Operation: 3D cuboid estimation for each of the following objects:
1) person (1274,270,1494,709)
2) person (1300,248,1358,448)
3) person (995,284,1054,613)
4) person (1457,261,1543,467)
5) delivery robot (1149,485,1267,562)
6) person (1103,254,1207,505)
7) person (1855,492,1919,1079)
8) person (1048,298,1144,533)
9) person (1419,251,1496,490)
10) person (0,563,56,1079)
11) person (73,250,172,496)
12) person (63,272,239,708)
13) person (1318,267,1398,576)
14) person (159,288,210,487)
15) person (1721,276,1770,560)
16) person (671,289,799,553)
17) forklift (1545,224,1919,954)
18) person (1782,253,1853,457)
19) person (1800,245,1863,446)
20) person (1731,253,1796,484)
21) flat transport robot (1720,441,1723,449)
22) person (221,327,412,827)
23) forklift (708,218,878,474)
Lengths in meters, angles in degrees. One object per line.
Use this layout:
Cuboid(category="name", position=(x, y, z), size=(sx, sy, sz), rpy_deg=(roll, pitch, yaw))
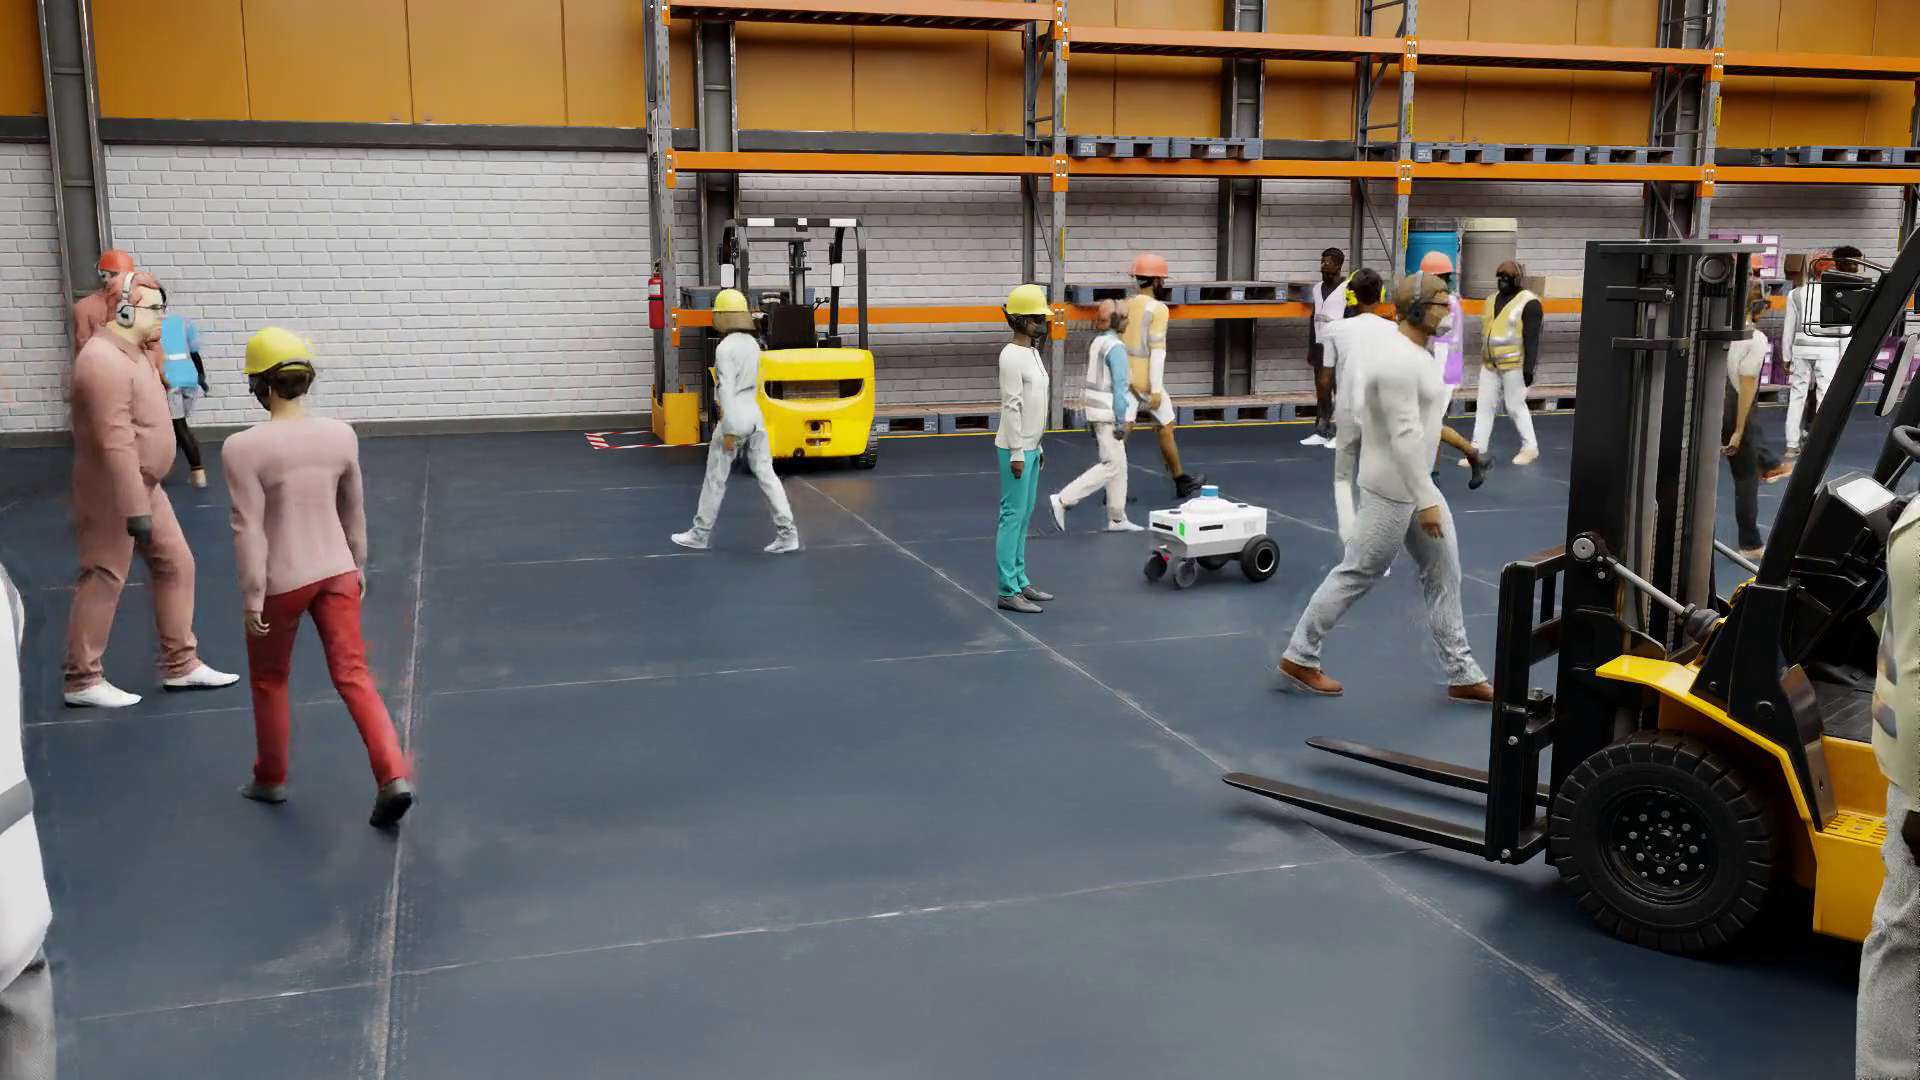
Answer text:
Cuboid(category="person", position=(1.878, -0.209, 7.178), size=(1.038, 1.894, 0.631), rpy_deg=(6, 12, 28))
Cuboid(category="person", position=(3.592, -1.850, 16.048), size=(0.378, 1.917, 0.598), rpy_deg=(-6, 12, -30))
Cuboid(category="person", position=(0.356, -0.497, 9.050), size=(0.313, 1.769, 0.525), rpy_deg=(3, 11, 14))
Cuboid(category="person", position=(4.824, -1.545, 14.666), size=(0.778, 1.818, 0.642), rpy_deg=(-5, 12, -27))
Cuboid(category="delivery robot", position=(1.460, -0.077, 9.795), size=(0.707, 0.478, 0.477), rpy_deg=(-7, 13, -32))
Cuboid(category="person", position=(1.464, -1.221, 12.679), size=(0.972, 1.884, 0.572), rpy_deg=(-7, 12, -34))
Cuboid(category="person", position=(2.165, 0.477, 3.528), size=(0.592, 1.834, 0.404), rpy_deg=(-8, 13, -38))
Cuboid(category="person", position=(0.937, -0.823, 11.236), size=(0.628, 1.614, 0.513), rpy_deg=(-1, 10, -7))
Cuboid(category="person", position=(3.843, -1.293, 13.034), size=(0.658, 1.915, 0.563), rpy_deg=(3, 11, 15))
Cuboid(category="person", position=(-1.656, 0.622, 2.549), size=(0.819, 1.899, 0.569), rpy_deg=(0, 10, -2))
Cuboid(category="person", position=(-6.507, -1.268, 12.875), size=(1.023, 1.932, 0.591), rpy_deg=(5, 12, 26))
Cuboid(category="person", position=(-3.535, -0.205, 7.171), size=(0.809, 1.867, 0.670), rpy_deg=(-3, 11, -15))
Cuboid(category="person", position=(2.397, -0.681, 9.860), size=(0.506, 1.843, 0.525), rpy_deg=(1, 10, 6))
Cuboid(category="person", position=(-6.469, -1.260, 13.564), size=(0.852, 1.633, 0.569), rpy_deg=(5, 11, 25))
Cuboid(category="person", position=(4.673, -0.719, 10.248), size=(0.995, 1.796, 0.532), rpy_deg=(-5, 11, -24))
Cuboid(category="person", position=(-1.425, -0.755, 10.664), size=(0.919, 1.691, 0.504), rpy_deg=(5, 11, 25))
Cuboid(category="forklift", position=(2.909, 0.117, 4.508), size=(2.313, 2.155, 1.214), rpy_deg=(9, 14, 40))
Cuboid(category="person", position=(7.842, -1.678, 15.243), size=(0.575, 1.876, 0.340), rpy_deg=(9, 14, 41))
Cuboid(category="person", position=(8.356, -1.839, 15.931), size=(0.424, 1.945, 0.621), rpy_deg=(3, 11, 14))
Cuboid(category="person", position=(6.365, -1.419, 13.623), size=(1.026, 1.938, 0.633), rpy_deg=(-1, 10, -7))
Cuboid(category="flat transport robot", position=(6.786, -0.943, 15.598), size=(0.652, 0.197, 1.431), rpy_deg=(9, 14, 40))
Cuboid(category="person", position=(-2.224, 0.137, 5.736), size=(0.886, 1.736, 0.538), rpy_deg=(8, 13, 37))
Cuboid(category="forklift", position=(-1.522, -1.778, 14.899), size=(1.214, 2.155, 2.313), rpy_deg=(-3, 11, -17))
